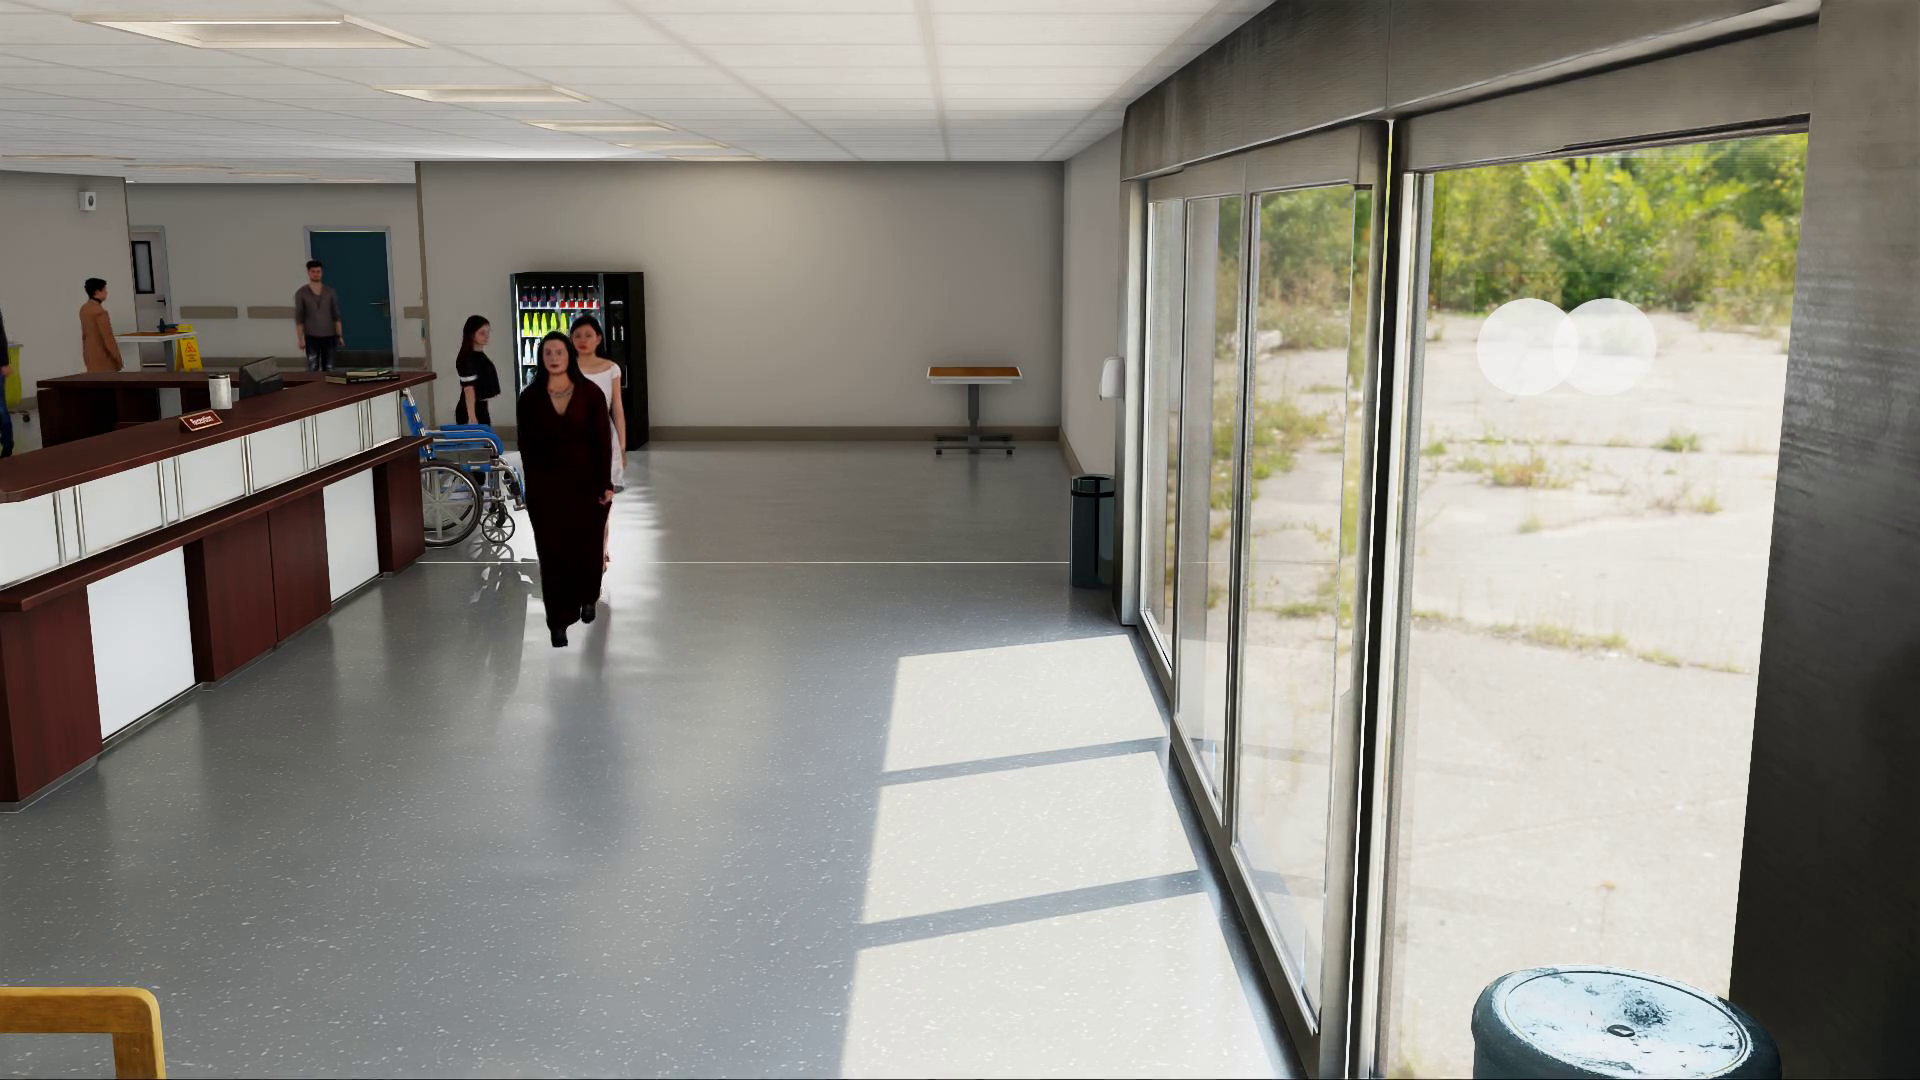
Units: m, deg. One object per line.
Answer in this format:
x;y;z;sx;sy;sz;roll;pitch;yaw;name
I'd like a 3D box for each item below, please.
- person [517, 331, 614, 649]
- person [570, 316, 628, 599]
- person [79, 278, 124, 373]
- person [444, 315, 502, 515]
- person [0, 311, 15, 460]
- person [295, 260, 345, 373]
-2.191;-0.280;9.361;1.089;1.711;0.903;-3;11;-14;person
-2.339;-0.508;10.552;1.179;1.716;0.772;-1;11;-6;person
-9.778;-2.070;18.691;0.987;1.708;0.928;-10;15;-43;person
-3.959;-0.990;13.348;0.740;1.618;0.681;-2;11;-9;person
-9.571;-1.673;16.345;0.976;1.844;0.917;-2;11;-13;person
-7.968;-2.515;20.663;0.778;1.890;0.871;-7;13;-31;person
